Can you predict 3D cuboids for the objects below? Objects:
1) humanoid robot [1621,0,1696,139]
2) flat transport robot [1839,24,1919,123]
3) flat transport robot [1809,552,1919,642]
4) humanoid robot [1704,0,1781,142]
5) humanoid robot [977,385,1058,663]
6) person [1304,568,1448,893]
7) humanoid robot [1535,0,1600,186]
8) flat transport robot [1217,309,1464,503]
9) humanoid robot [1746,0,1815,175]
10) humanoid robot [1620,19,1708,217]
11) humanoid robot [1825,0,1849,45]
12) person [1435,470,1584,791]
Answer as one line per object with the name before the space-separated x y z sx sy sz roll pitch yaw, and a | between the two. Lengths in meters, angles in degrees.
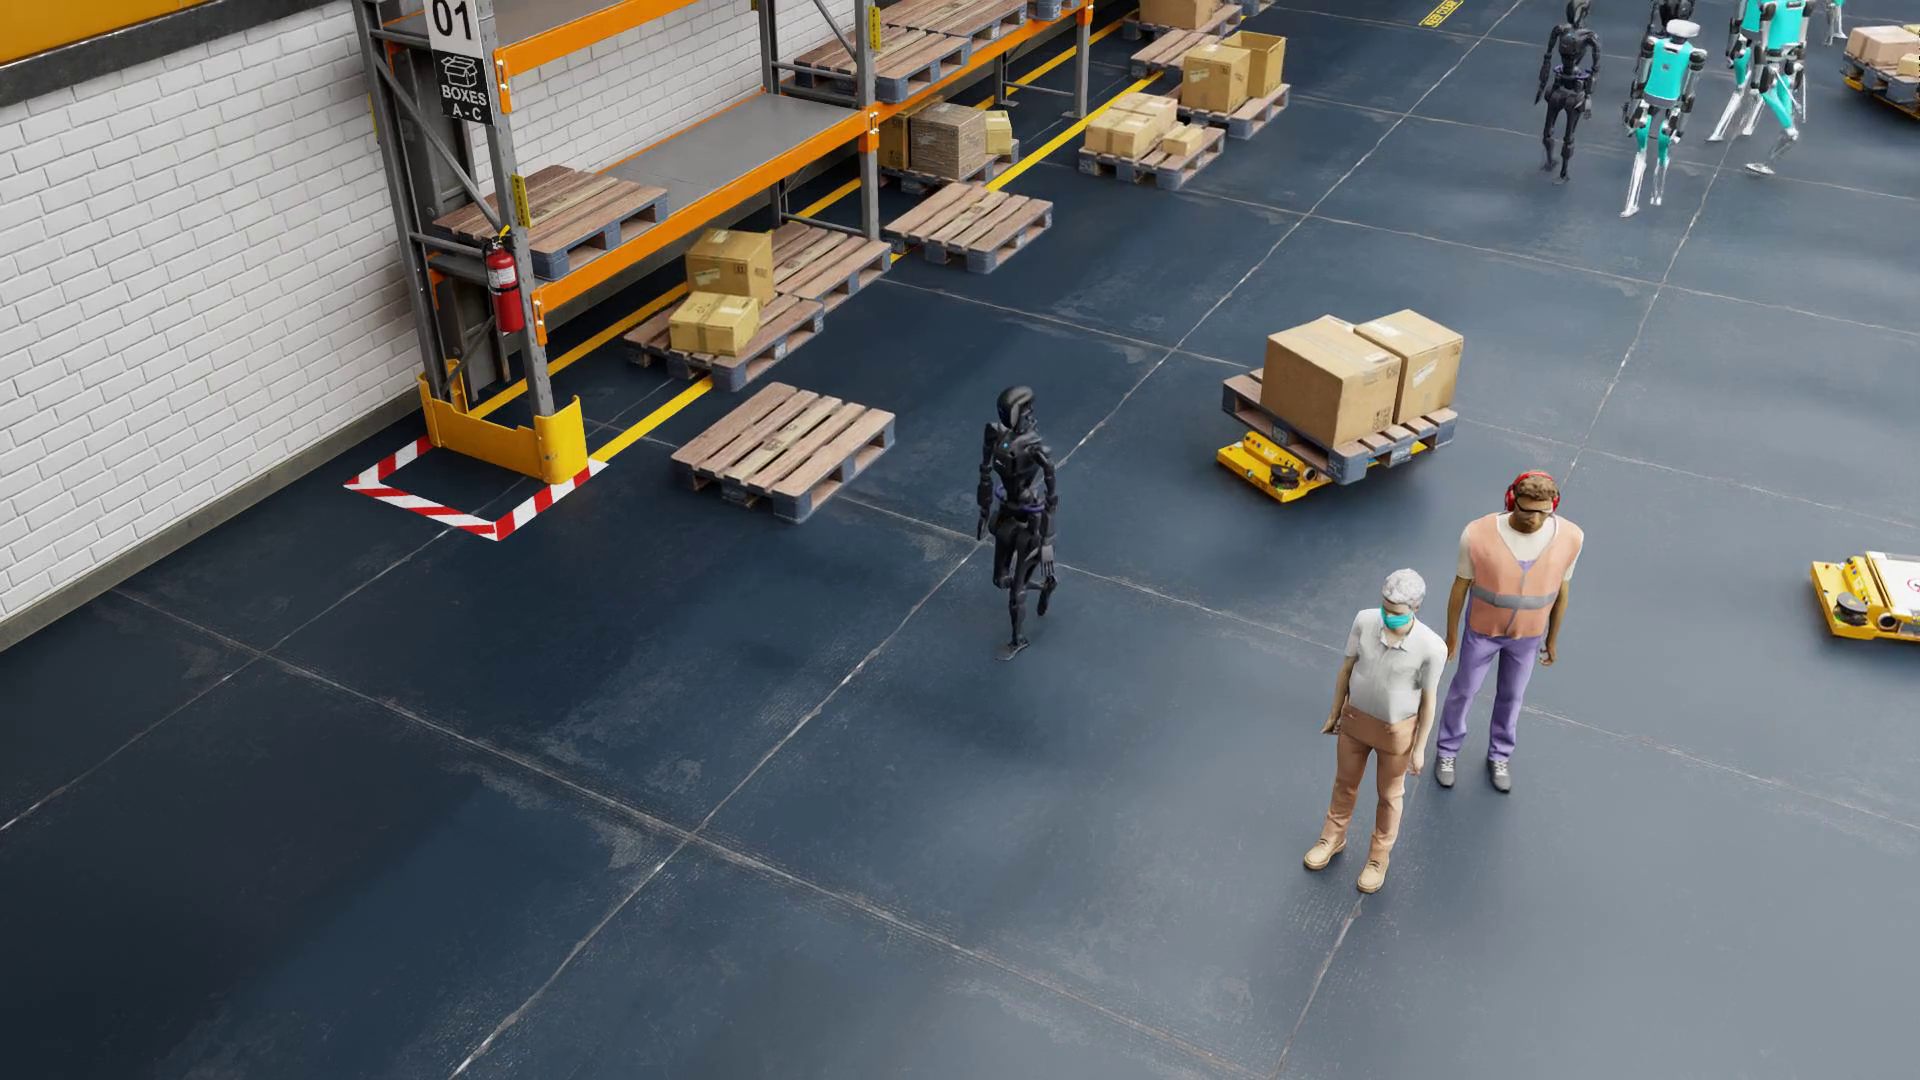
humanoid robot | 6.758 -4.730 16.044 0.612 1.643 0.479 -16 37 -22
flat transport robot | 9.811 -4.566 17.057 0.659 0.231 1.431 -5 34 -8
flat transport robot | 5.737 0.382 9.569 1.431 0.231 0.659 7 34 10
humanoid robot | 7.632 -4.653 15.865 0.534 1.776 0.811 27 42 35
humanoid robot | 0.383 -0.123 9.068 0.538 1.641 0.589 -29 43 -36
person | 1.894 0.851 7.528 0.479 1.738 0.321 22 40 30
humanoid robot | 5.528 -4.060 15.043 0.421 1.680 0.610 -22 39 -30
flat transport robot | 2.485 -0.663 11.151 1.431 0.231 0.659 -20 38 -27
humanoid robot | 7.466 -4.061 15.000 0.532 1.815 0.786 -10 35 -15
humanoid robot | 6.083 -3.594 14.344 0.556 1.885 0.784 25 41 33
humanoid robot | 9.970 -6.322 18.483 0.532 1.872 0.787 -23 40 -31
person | 2.629 0.428 8.085 0.557 1.836 0.393 1 33 2
